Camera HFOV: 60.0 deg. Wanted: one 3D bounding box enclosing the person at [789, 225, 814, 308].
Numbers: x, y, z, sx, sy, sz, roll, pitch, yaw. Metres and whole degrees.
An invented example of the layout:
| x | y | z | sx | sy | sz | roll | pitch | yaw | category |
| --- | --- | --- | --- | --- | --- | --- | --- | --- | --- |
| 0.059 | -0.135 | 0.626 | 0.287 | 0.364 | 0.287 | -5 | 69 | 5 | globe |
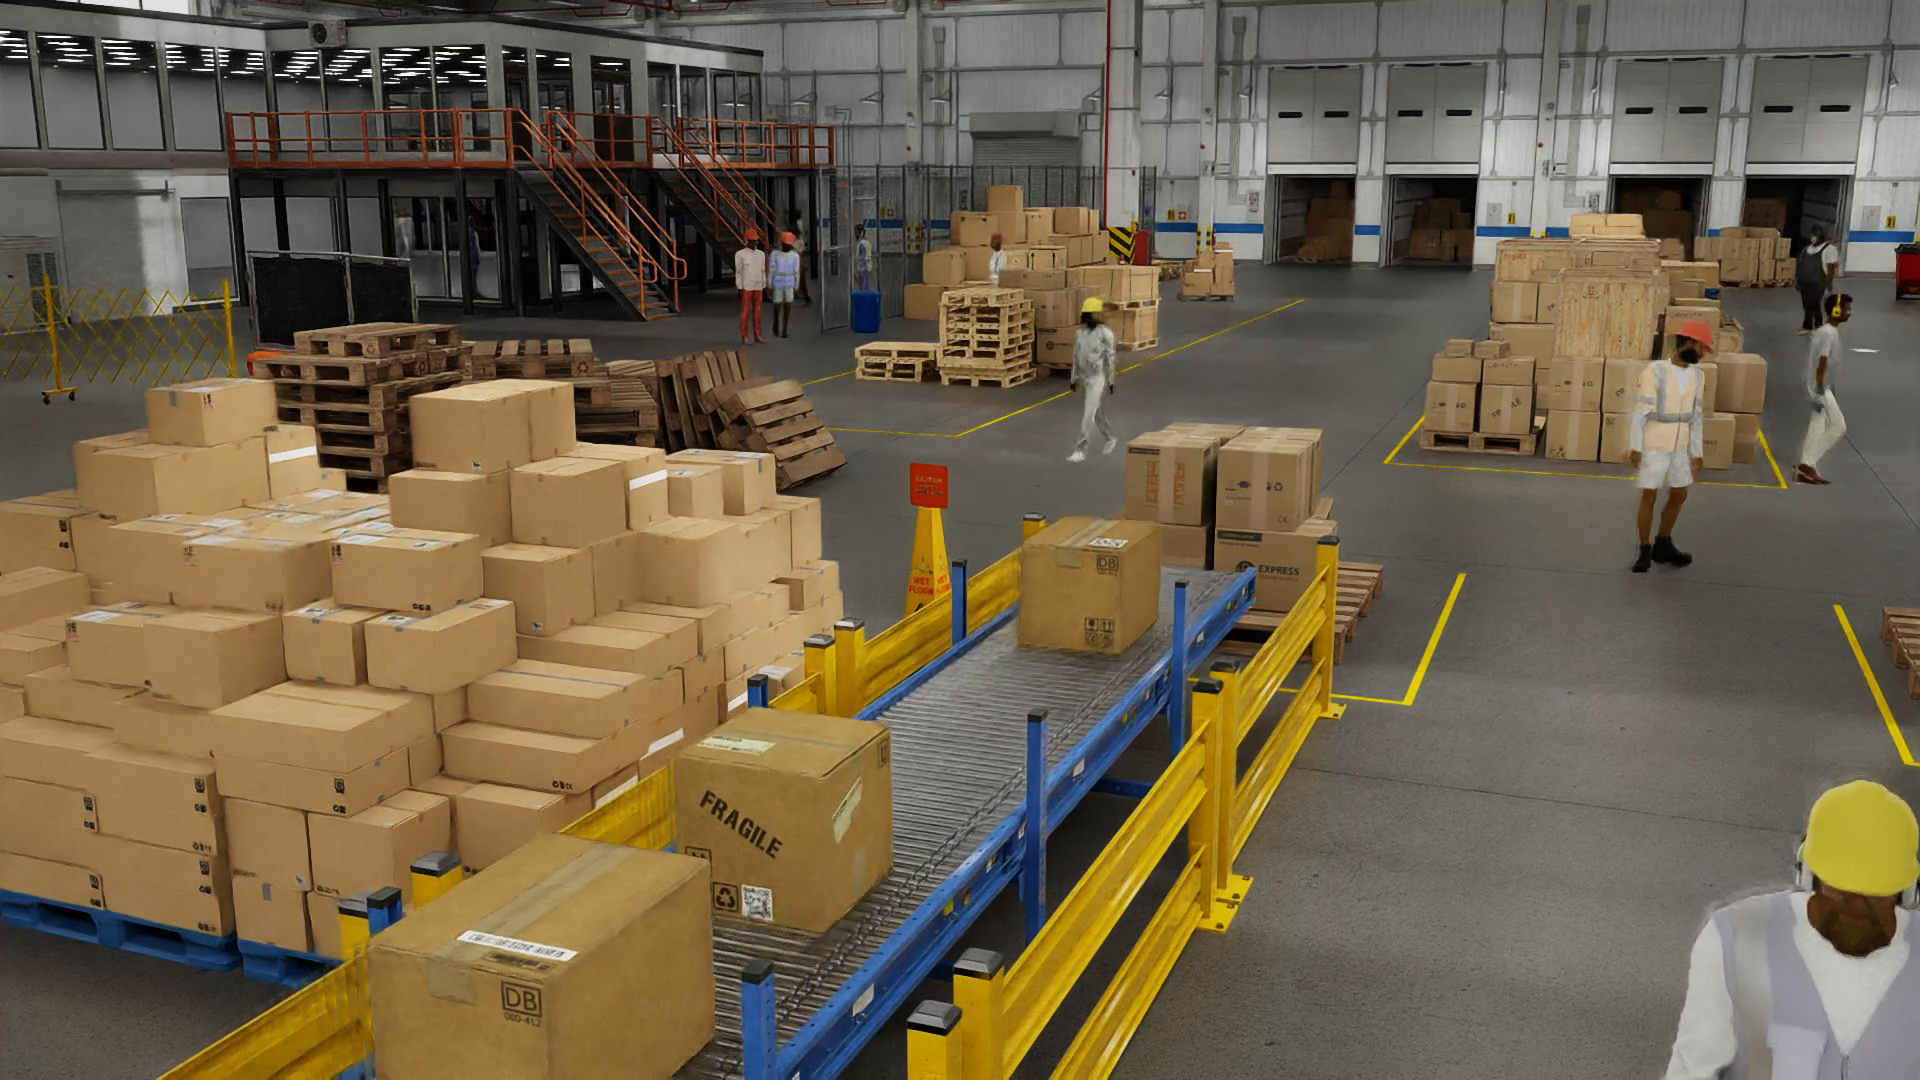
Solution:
| x | y | z | sx | sy | sz | roll | pitch | yaw | category |
| --- | --- | --- | --- | --- | --- | --- | --- | --- | --- |
| -3.595 | -5.998 | 36.546 | 0.525 | 1.787 | 1.018 | 7 | 14 | 29 | person |

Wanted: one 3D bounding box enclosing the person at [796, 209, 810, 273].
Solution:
| x | y | z | sx | sy | sz | roll | pitch | yaw | category |
| --- | --- | --- | --- | --- | --- | --- | --- | --- | --- |
| -4.687 | -8.779 | 48.906 | 0.953 | 1.837 | 0.598 | 5 | 13 | 20 | person |

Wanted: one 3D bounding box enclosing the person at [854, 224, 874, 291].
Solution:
| x | y | z | sx | sy | sz | roll | pitch | yaw | category |
| --- | --- | --- | --- | --- | --- | --- | --- | --- | --- |
| -1.962 | -5.479 | 33.965 | 0.397 | 1.910 | 0.587 | 1 | 13 | 4 | person |

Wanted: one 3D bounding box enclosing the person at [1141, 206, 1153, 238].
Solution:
| x | y | z | sx | sy | sz | roll | pitch | yaw | category |
| --- | --- | --- | --- | --- | --- | --- | --- | --- | --- |
| 5.800 | -9.444 | 51.779 | 0.514 | 1.892 | 0.653 | -4 | 13 | -19 | person |

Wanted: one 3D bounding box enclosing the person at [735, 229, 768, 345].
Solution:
| x | y | z | sx | sy | sz | roll | pitch | yaw | category |
| --- | --- | --- | --- | --- | --- | --- | --- | --- | --- |
| -3.610 | -4.380 | 28.834 | 0.622 | 1.994 | 0.381 | -11 | 16 | -40 | person |

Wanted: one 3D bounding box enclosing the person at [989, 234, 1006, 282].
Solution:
| x | y | z | sx | sy | sz | roll | pitch | yaw | category |
| --- | --- | --- | --- | --- | --- | --- | --- | --- | --- |
| 0.776 | -4.667 | 30.446 | 0.820 | 1.862 | 0.583 | -4 | 13 | -16 | person |

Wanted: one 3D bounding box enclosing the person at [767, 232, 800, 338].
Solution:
| x | y | z | sx | sy | sz | roll | pitch | yaw | category |
| --- | --- | --- | --- | --- | --- | --- | --- | --- | --- |
| -3.159 | -4.575 | 29.917 | 0.572 | 1.902 | 0.448 | -3 | 13 | -15 | person |

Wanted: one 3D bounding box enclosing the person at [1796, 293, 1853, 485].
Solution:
| x | y | z | sx | sy | sz | roll | pitch | yaw | category |
| --- | --- | --- | --- | --- | --- | --- | --- | --- | --- |
| 8.291 | -1.426 | 15.902 | 0.420 | 1.852 | 0.573 | 5 | 14 | 23 | person |

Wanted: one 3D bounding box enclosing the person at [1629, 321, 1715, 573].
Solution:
| x | y | z | sx | sy | sz | roll | pitch | yaw | category |
| --- | --- | --- | --- | --- | --- | --- | --- | --- | --- |
| 5.347 | -0.700 | 12.583 | 0.667 | 1.890 | 0.397 | -3 | 13 | -15 | person |

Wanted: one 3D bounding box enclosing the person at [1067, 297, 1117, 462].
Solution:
| x | y | z | sx | sy | sz | roll | pitch | yaw | category |
| --- | --- | --- | --- | --- | --- | --- | --- | --- | --- |
| 1.418 | -1.713 | 17.516 | 0.490 | 1.702 | 0.886 | 12 | 17 | 43 | person |

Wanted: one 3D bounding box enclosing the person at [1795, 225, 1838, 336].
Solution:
| x | y | z | sx | sy | sz | roll | pitch | yaw | category |
| --- | --- | --- | --- | --- | --- | --- | --- | --- | --- |
| 15.539 | -4.730 | 30.304 | 0.539 | 2.000 | 0.702 | -6 | 14 | -24 | person |

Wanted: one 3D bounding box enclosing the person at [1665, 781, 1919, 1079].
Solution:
| x | y | z | sx | sy | sz | roll | pitch | yaw | category |
| --- | --- | --- | --- | --- | --- | --- | --- | --- | --- |
| 1.851 | 1.347 | 3.623 | 0.608 | 1.789 | 0.933 | 6 | 14 | 23 | person |
